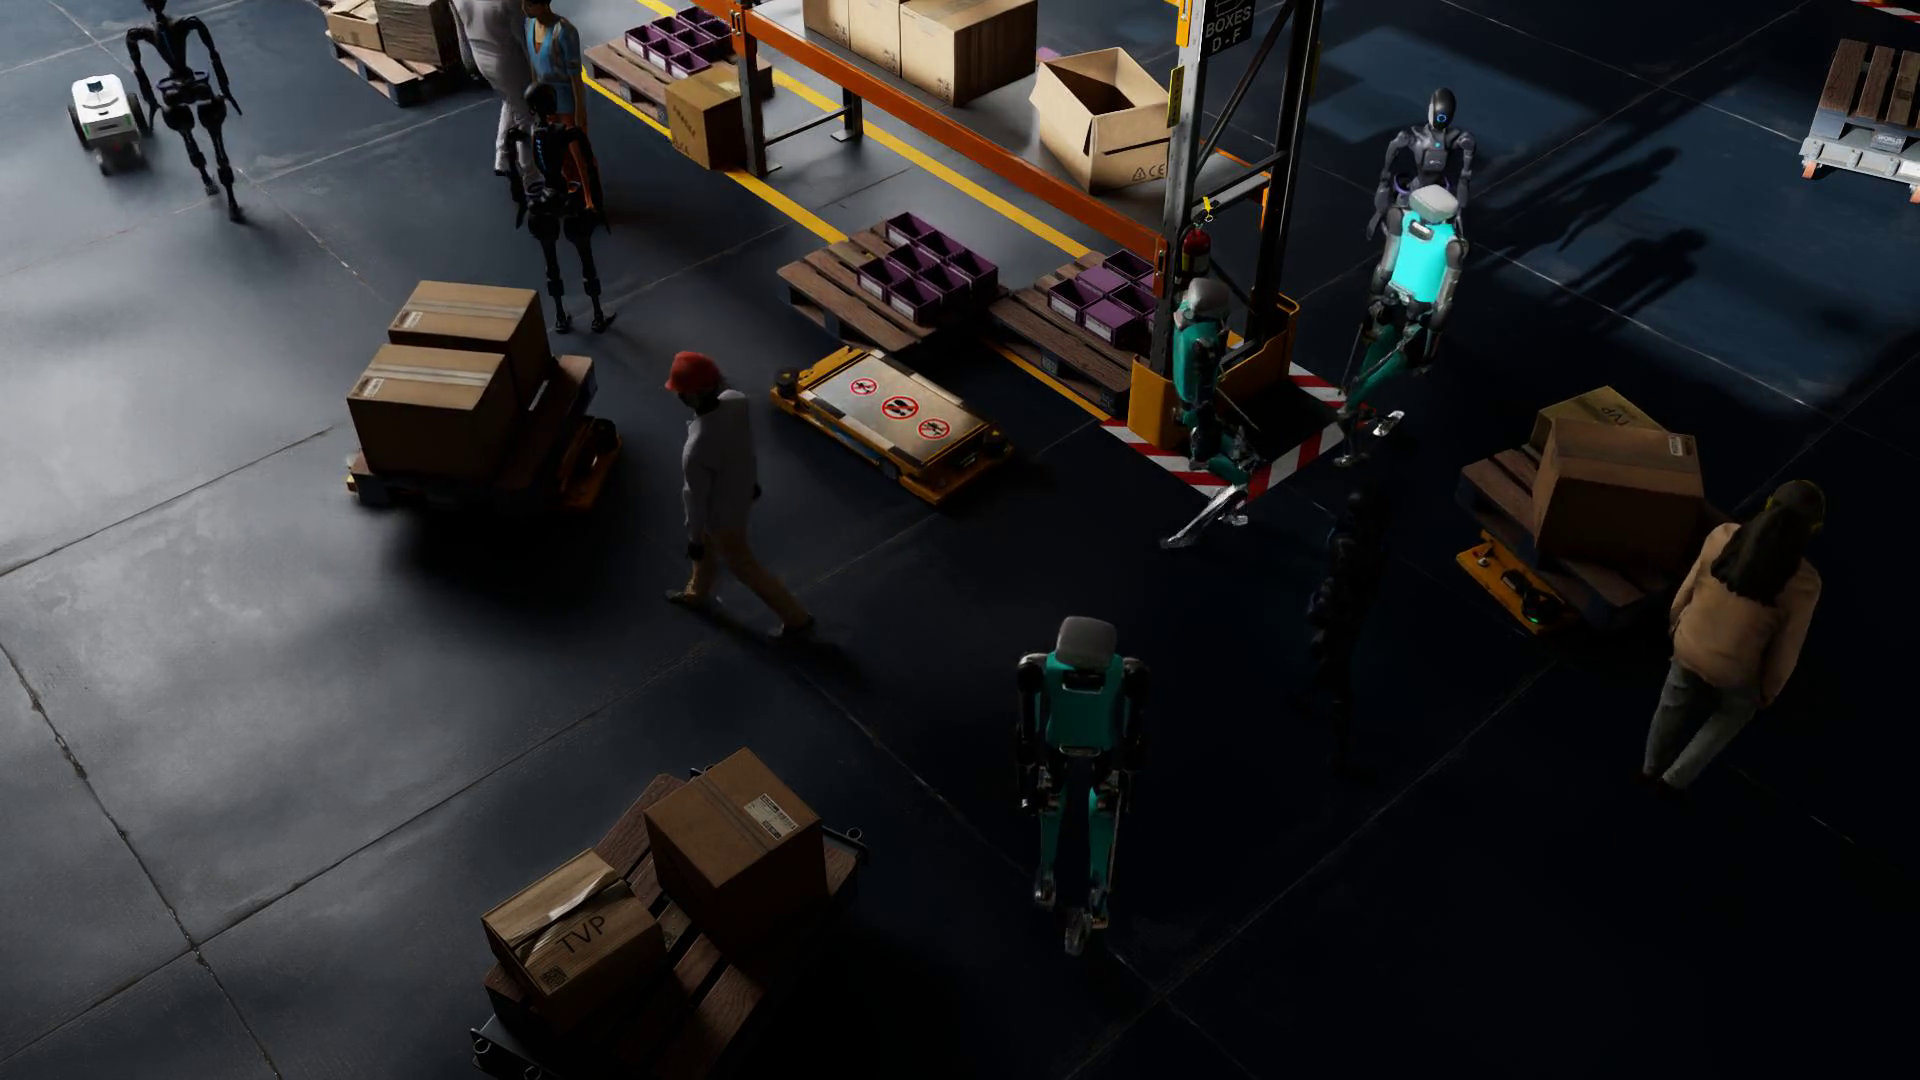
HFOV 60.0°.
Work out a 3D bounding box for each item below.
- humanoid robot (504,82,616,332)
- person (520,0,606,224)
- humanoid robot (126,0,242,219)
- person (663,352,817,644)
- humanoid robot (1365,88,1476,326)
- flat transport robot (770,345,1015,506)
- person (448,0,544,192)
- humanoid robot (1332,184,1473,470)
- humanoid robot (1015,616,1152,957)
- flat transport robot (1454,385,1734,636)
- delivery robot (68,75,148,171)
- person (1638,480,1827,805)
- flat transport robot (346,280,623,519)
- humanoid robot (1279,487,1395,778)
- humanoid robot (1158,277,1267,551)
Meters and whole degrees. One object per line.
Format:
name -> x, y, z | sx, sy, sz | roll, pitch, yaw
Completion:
humanoid robot -> -2.483, -2.046, 10.271 | 0.599, 1.654, 0.315 | 2, 43, 2
person -> -2.703, -2.946, 11.201 | 0.497, 1.759, 0.345 | 27, 49, 26
humanoid robot -> -5.276, -3.023, 11.356 | 0.602, 1.634, 0.625 | -14, 45, -15
person -> -1.152, -0.193, 8.248 | 0.885, 1.703, 0.586 | 10, 44, 11
humanoid robot -> 2.840, -2.044, 10.277 | 0.604, 1.650, 0.327 | 1, 43, 1
flat transport robot -> -0.418, -0.732, 9.891 | 1.431, 0.231, 0.659 | 33, 52, 31
person -> -3.102, -3.278, 11.466 | 0.666, 1.888, 0.455 | 23, 48, 23
humanoid robot -> 2.314, -1.074, 9.184 | 0.937, 1.749, 0.536 | -26, 48, -25
humanoid robot -> 0.471, 1.158, 6.753 | 0.530, 1.779, 0.738 | 3, 43, 3
flat transport robot -> 3.485, 0.038, 9.054 | 1.431, 0.231, 0.659 | -19, 46, -20
delivery robot -> -6.308, -3.134, 12.284 | 0.499, 0.584, 0.783 | -19, 46, -20
person -> 3.406, 0.486, 7.394 | 0.418, 1.856, 0.590 | -28, 49, -27
flat transport robot -> -2.741, -0.482, 9.620 | 1.431, 0.231, 0.659 | 6, 43, 6
humanoid robot -> 1.808, 0.363, 7.684 | 0.538, 1.642, 0.613 | 23, 47, 23
humanoid robot -> 1.436, -0.616, 8.709 | 0.780, 1.797, 0.556 | -6, 43, -6
